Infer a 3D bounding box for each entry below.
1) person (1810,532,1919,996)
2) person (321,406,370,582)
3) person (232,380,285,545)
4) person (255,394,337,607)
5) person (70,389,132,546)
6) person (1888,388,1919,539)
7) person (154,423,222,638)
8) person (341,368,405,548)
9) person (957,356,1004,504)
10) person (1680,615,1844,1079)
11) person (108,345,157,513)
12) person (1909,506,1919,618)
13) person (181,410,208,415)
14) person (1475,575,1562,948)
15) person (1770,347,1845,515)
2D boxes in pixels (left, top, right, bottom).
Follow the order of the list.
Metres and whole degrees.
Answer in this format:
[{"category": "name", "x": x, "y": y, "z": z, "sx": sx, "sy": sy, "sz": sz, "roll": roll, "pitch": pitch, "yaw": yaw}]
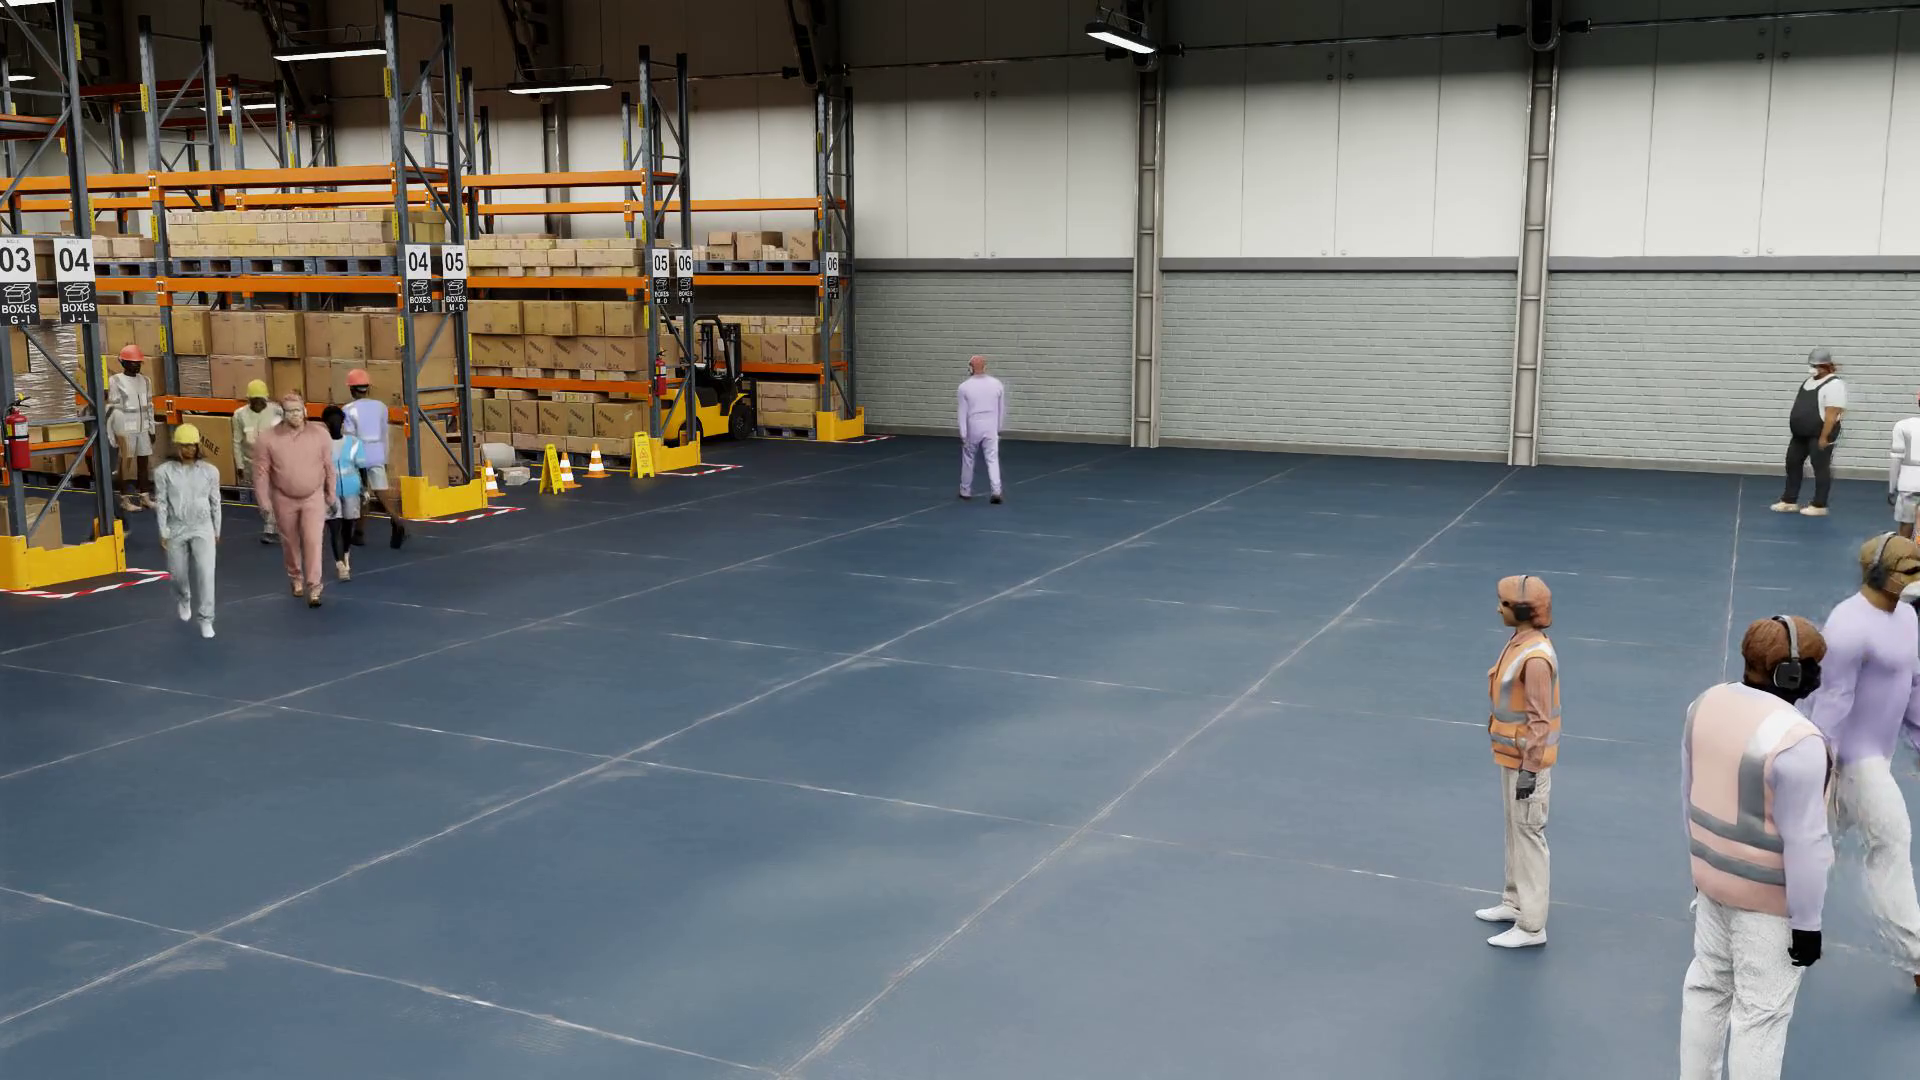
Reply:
[{"category": "person", "x": 3.795, "y": 0.899, "z": 6.876, "sx": 0.650, "sy": 1.884, "sz": 1.018, "roll": -9, "pitch": 13, "yaw": -43}, {"category": "person", "x": -5.952, "y": -0.464, "z": 15.952, "sx": 0.540, "sy": 1.652, "sz": 0.857, "roll": -5, "pitch": 11, "yaw": -30}, {"category": "person", "x": -7.470, "y": -0.833, "z": 17.842, "sx": 0.604, "sy": 1.766, "sz": 0.888, "roll": -1, "pitch": 9, "yaw": -7}, {"category": "person", "x": -5.848, "y": -0.357, "z": 14.679, "sx": 0.661, "sy": 1.860, "sz": 1.019, "roll": -4, "pitch": 10, "yaw": -23}, {"category": "person", "x": -9.124, "y": -0.812, "z": 17.656, "sx": 0.521, "sy": 1.804, "sz": 0.936, "roll": 2, "pitch": 10, "yaw": 15}, {"category": "person", "x": 8.813, "y": -0.490, "z": 15.233, "sx": 0.551, "sy": 1.934, "sz": 0.373, "roll": 5, "pitch": 10, "yaw": 28}, {"category": "person", "x": -6.239, "y": -0.101, "z": 13.488, "sx": 0.484, "sy": 1.723, "sz": 0.692, "roll": -4, "pitch": 10, "yaw": -25}, {"category": "person", "x": -6.219, "y": -0.851, "z": 17.539, "sx": 0.850, "sy": 1.914, "sz": 0.554, "roll": 8, "pitch": 12, "yaw": 42}, {"category": "person", "x": 0.259, "y": -1.397, "z": 21.017, "sx": 0.645, "sy": 1.869, "sz": 0.941, "roll": -2, "pitch": 10, "yaw": -15}, {"category": "person", "x": 2.630, "y": 1.150, "z": 5.471, "sx": 0.429, "sy": 1.841, "sz": 0.633, "roll": -1, "pitch": 9, "yaw": -8}, {"category": "person", "x": -10.027, "y": -1.350, "z": 20.225, "sx": 0.403, "sy": 2.035, "sz": 0.606, "roll": 4, "pitch": 10, "yaw": 24}, {"category": "person", "x": 7.308, "y": 0.117, "z": 12.389, "sx": 0.882, "sy": 1.654, "sz": 0.536, "roll": 3, "pitch": 10, "yaw": 20}, {"category": "person", "x": -11.398, "y": -2.051, "z": 24.804, "sx": 0.358, "sy": 1.936, "sz": 0.552, "roll": 6, "pitch": 11, "yaw": 32}, {"category": "person", "x": 2.452, "y": 0.960, "z": 7.263, "sx": 0.310, "sy": 1.636, "sz": 0.523, "roll": 2, "pitch": 9, "yaw": 9}, {"category": "person", "x": 10.119, "y": -1.296, "z": 19.860, "sx": 0.703, "sy": 2.000, "sz": 0.708, "roll": -1, "pitch": 9, "yaw": -6}]
